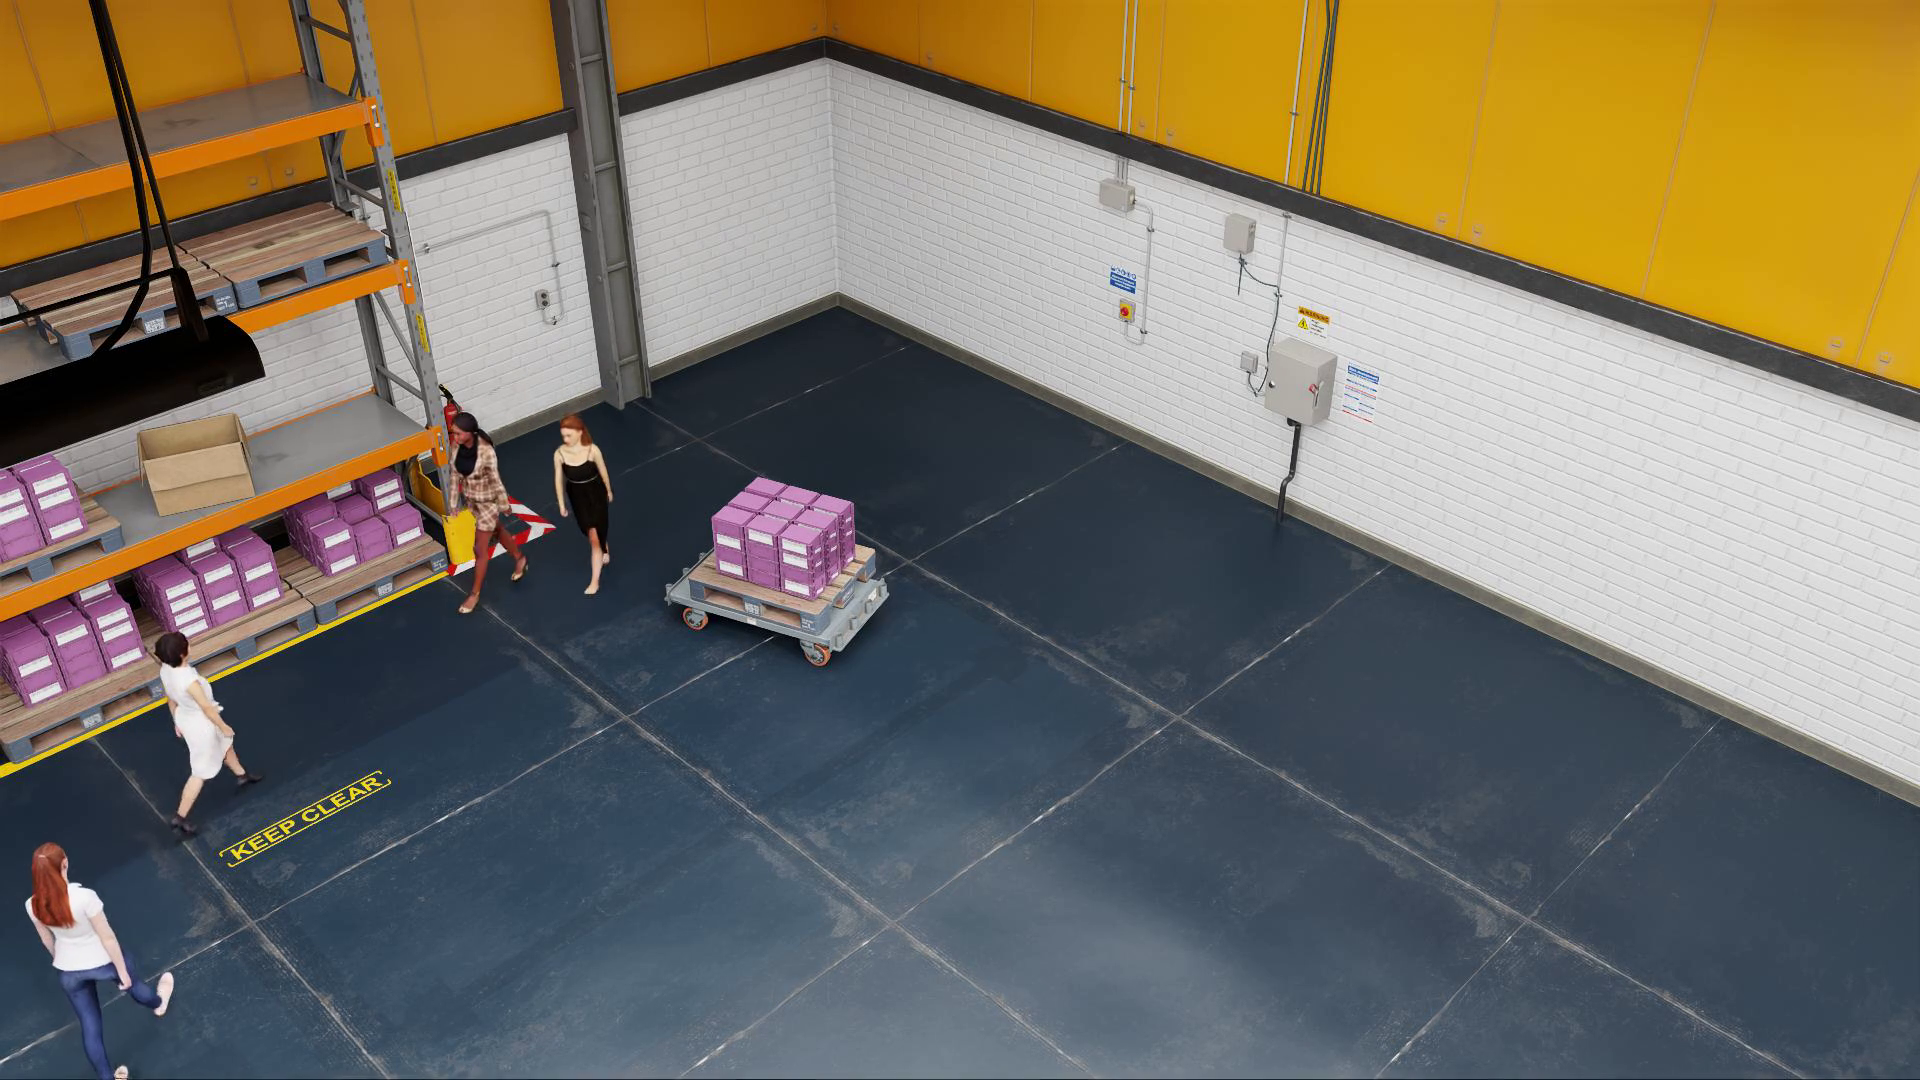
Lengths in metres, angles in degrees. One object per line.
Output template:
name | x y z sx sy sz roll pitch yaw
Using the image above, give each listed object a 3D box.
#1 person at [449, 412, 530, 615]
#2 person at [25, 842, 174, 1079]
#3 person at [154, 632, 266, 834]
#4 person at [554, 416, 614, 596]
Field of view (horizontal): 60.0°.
person | -3.875 -0.311 13.724 0.733 1.735 1.125 19 38 26
person | -4.997 2.524 9.497 1.092 1.692 1.060 -4 34 -6
person | -5.285 1.344 11.431 0.622 1.517 1.040 24 40 31
person | -3.100 -0.393 13.989 0.997 1.577 1.094 0 34 0
